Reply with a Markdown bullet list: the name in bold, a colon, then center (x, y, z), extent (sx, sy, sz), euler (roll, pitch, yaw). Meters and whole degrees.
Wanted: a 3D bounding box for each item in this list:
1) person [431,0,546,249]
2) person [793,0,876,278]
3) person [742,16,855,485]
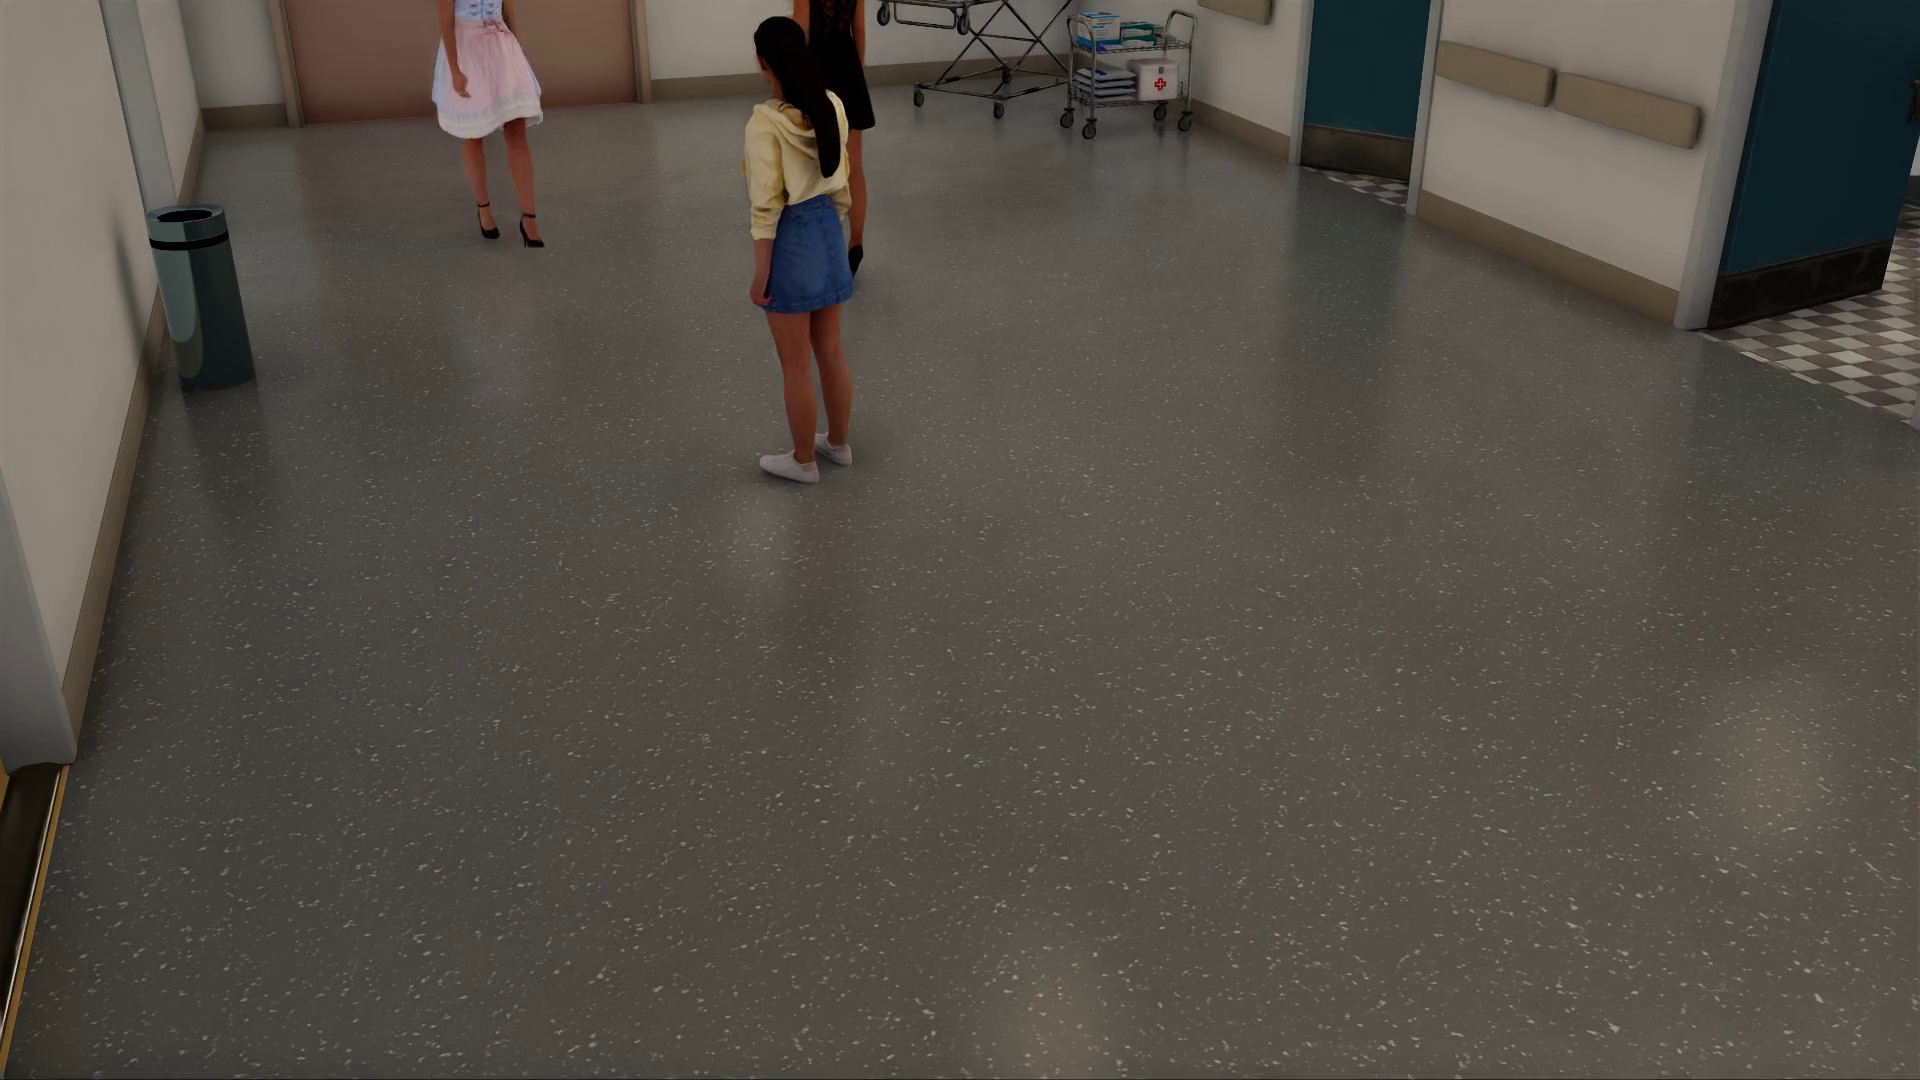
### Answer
- **person**: center (-2.512, -2.415, 8.602), extent (0.772, 1.784, 1.042), euler (-14, 29, -26)
- **person**: center (-0.621, -2.162, 8.020), extent (0.634, 1.834, 0.625), euler (-19, 32, -34)
- **person**: center (-0.553, -0.998, 5.842), extent (0.727, 1.631, 0.721), euler (19, 32, 34)
